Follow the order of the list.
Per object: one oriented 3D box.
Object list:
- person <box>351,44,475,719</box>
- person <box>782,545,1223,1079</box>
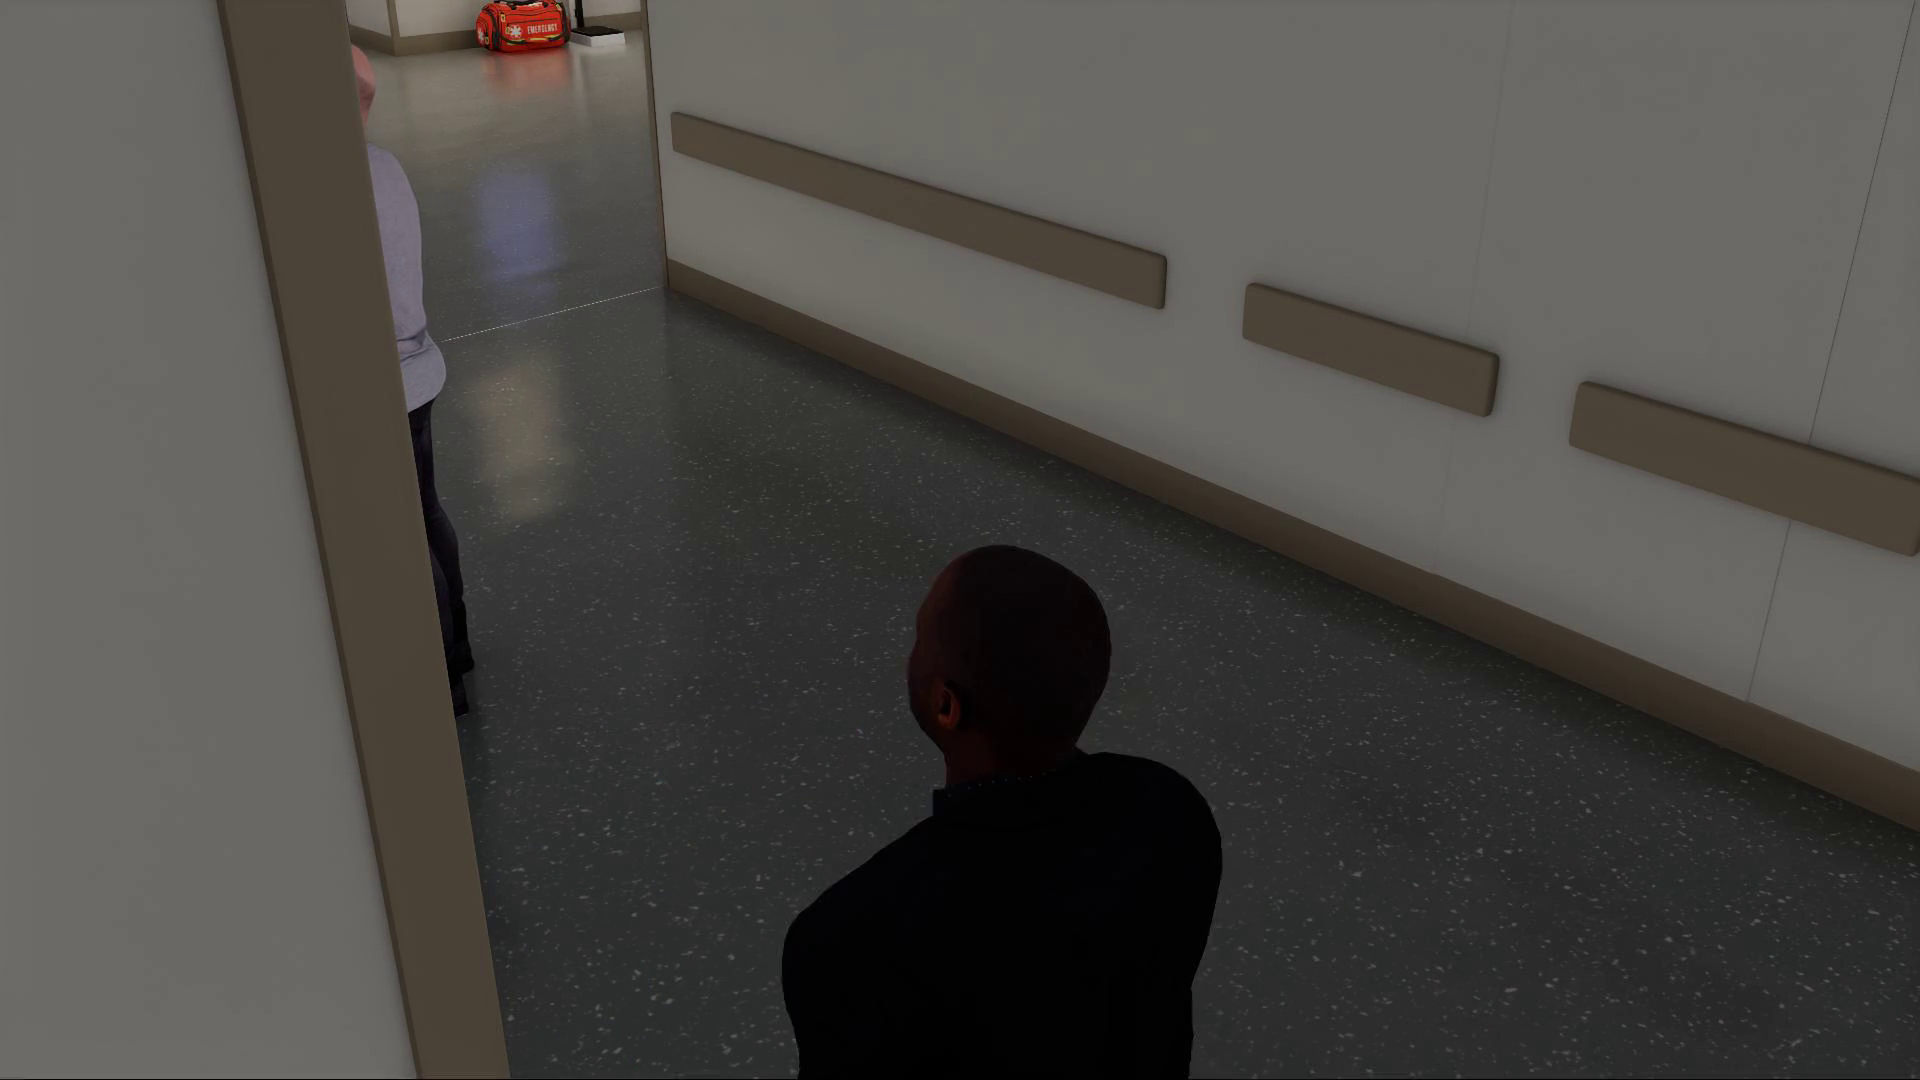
[{"bbox_3d":[-1.527,-0.389,4.418,0.769,1.832,0.751,-3,26,-7],"label":"person"},{"bbox_3d":[0.084,0.878,1.826,0.931,1.802,0.783,-22,33,-38],"label":"person"}]
